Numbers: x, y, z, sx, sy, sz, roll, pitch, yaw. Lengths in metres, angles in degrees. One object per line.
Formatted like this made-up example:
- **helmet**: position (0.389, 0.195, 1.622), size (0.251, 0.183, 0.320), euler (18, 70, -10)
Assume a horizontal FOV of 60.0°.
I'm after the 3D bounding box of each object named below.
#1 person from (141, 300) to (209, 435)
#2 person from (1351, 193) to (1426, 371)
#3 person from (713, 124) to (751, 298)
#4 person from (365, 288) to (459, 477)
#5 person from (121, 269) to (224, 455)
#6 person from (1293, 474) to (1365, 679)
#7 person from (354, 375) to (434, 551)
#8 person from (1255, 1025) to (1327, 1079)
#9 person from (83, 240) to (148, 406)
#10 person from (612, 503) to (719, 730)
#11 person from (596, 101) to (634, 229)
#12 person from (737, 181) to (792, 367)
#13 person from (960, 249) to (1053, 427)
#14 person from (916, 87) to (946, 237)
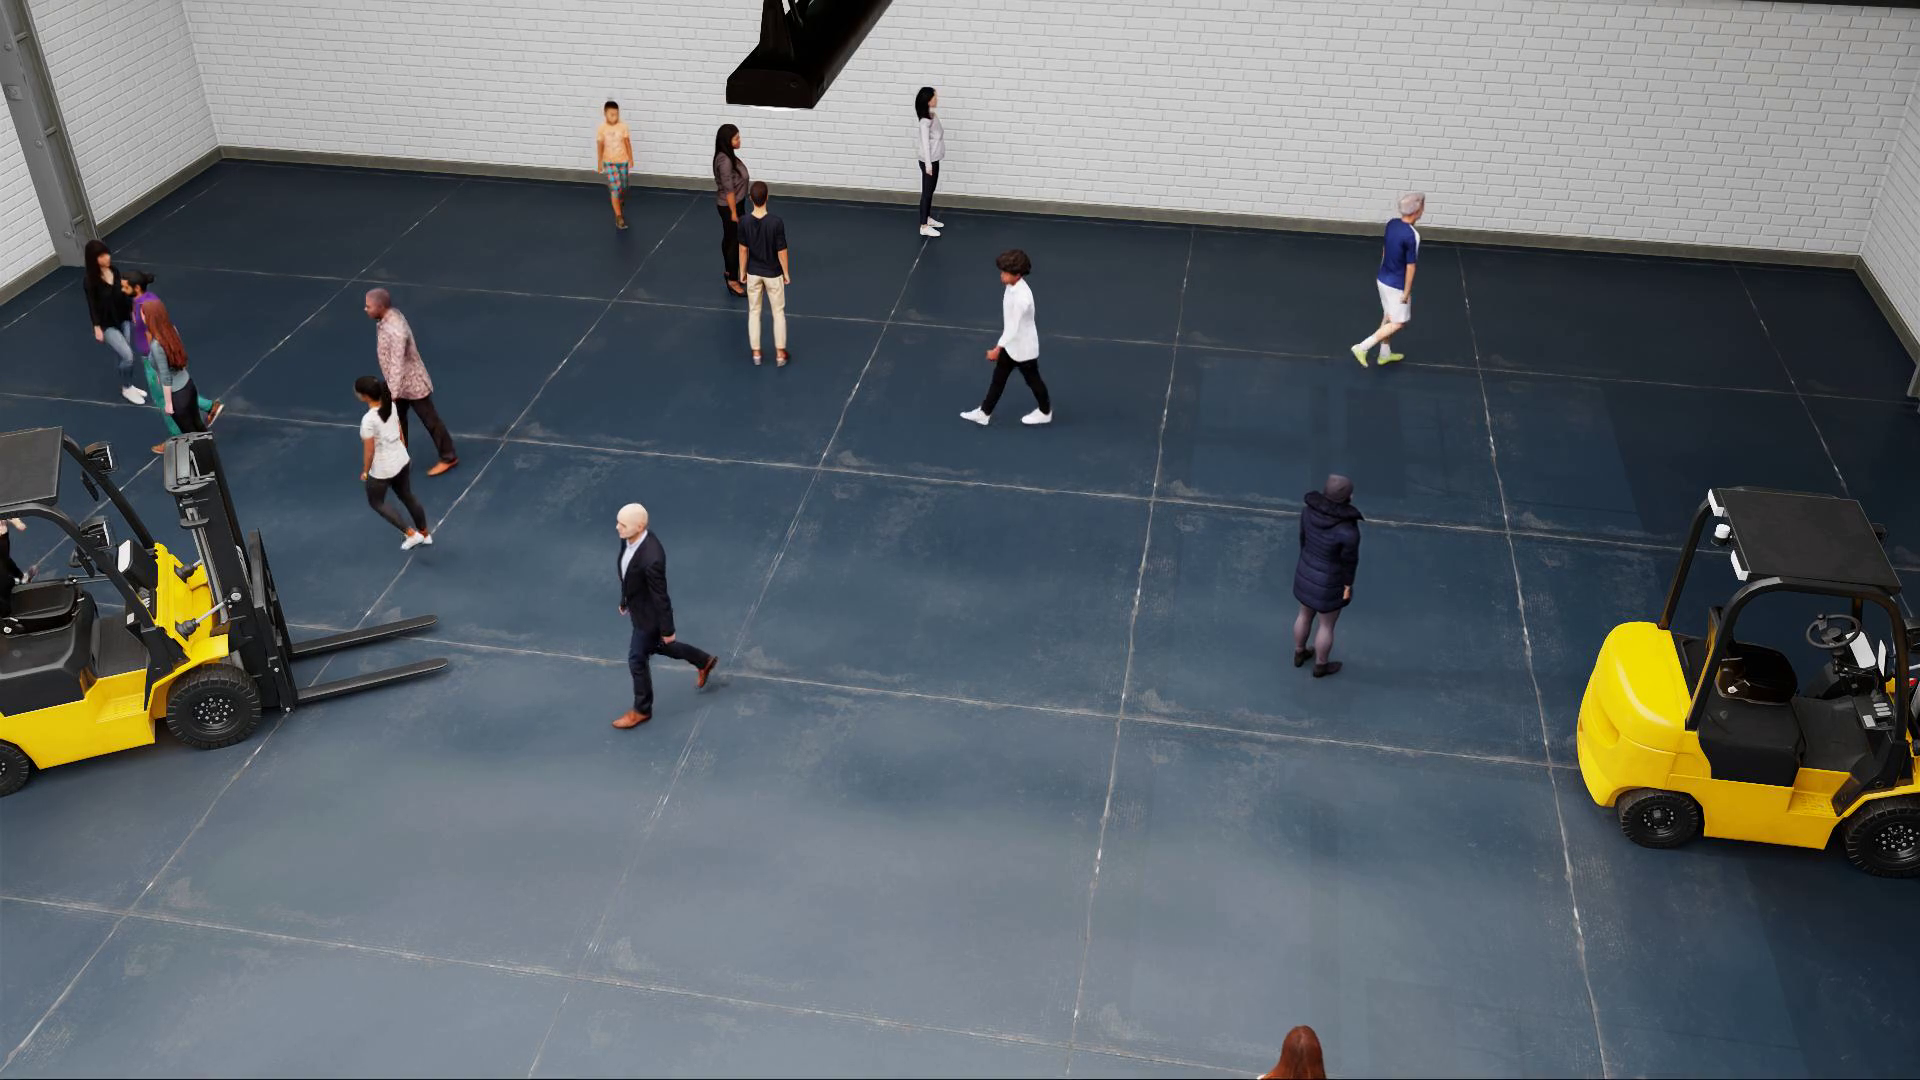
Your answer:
- **person**: position (-6.698, -1.255, 14.262), size (0.682, 1.743, 0.525), euler (0, 34, 0)
- **person**: position (4.118, -2.462, 16.010), size (0.981, 1.819, 1.004), euler (-12, 35, -18)
- **person**: position (-2.425, -3.484, 17.530), size (0.786, 1.838, 0.658), euler (-6, 34, -9)
- **person**: position (-4.694, -1.385, 14.427), size (1.086, 1.777, 1.038), euler (-24, 40, -31)
- **person**: position (-7.018, -1.608, 14.787), size (0.993, 1.751, 0.971), euler (-16, 37, -23)
- **person**: position (2.636, 0.253, 12.056), size (0.842, 1.674, 0.791), euler (-24, 40, -31)
- **person**: position (-4.525, -0.570, 13.338), size (0.676, 1.625, 0.594), euler (13, 36, 18)
- **person**: position (1.547, 2.954, 7.944), size (0.573, 1.728, 0.492), euler (7, 34, 10)
- **person**: position (-7.988, -2.052, 15.565), size (0.642, 1.629, 0.531), euler (7, 34, 11)
- **person**: position (-2.109, 0.475, 11.630), size (1.129, 1.776, 1.144), euler (-16, 37, -23)
- **person**: position (-4.004, -4.394, 19.264), size (0.887, 1.434, 1.031), euler (-12, 36, -18)
- **person**: position (-1.897, -2.583, 16.162), size (0.648, 1.851, 0.570), euler (3, 34, 5)
- **person**: position (0.632, -1.775, 15.035), size (1.000, 1.755, 1.121), euler (-8, 35, -12)
- **person**: position (-0.351, -4.321, 18.913), size (0.677, 1.701, 0.491), euler (4, 34, 7)
